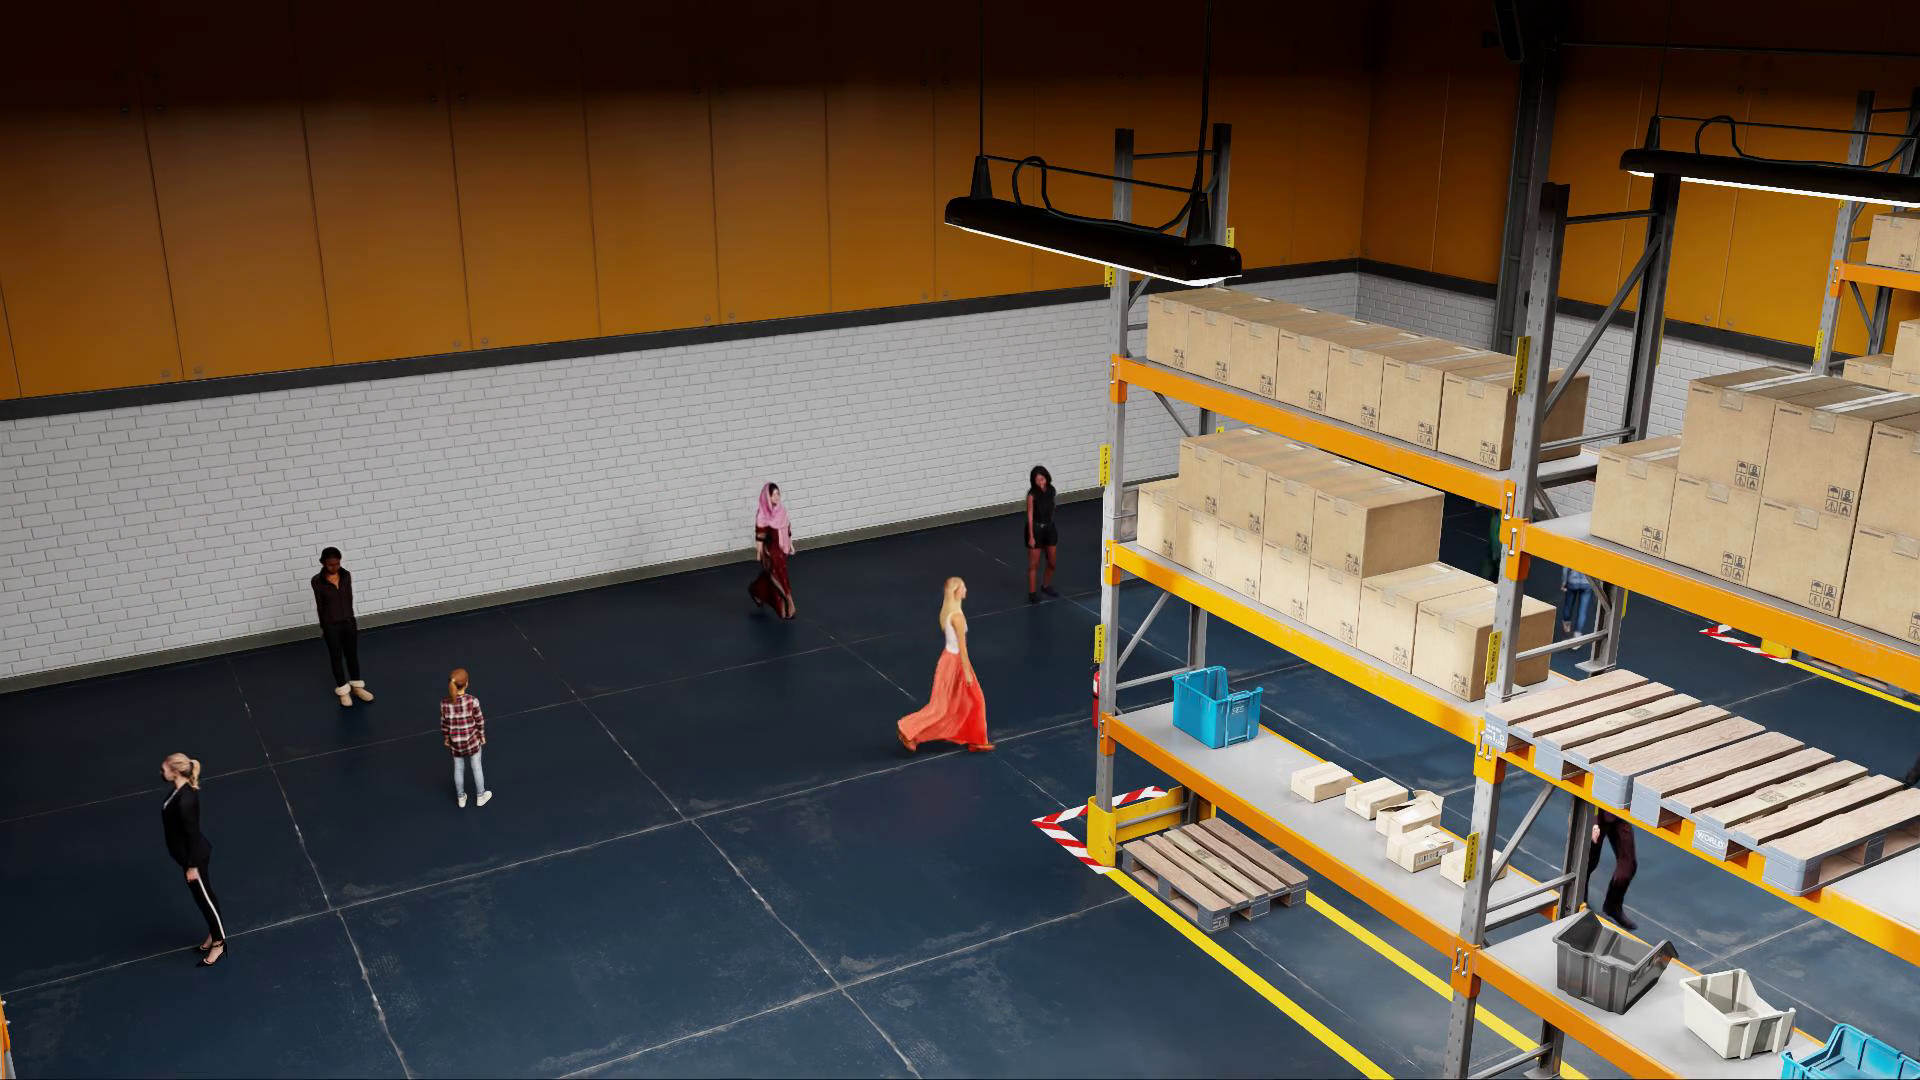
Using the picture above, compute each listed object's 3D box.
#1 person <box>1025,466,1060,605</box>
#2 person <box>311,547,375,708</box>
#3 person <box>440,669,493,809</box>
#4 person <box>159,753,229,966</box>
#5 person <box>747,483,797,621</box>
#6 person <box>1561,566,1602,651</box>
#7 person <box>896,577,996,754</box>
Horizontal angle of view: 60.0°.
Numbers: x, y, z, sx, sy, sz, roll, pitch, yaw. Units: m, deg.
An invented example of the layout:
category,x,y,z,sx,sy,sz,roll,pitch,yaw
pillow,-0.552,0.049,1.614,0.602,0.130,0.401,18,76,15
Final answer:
category,x,y,z,sx,sy,sz,roll,pitch,yaw
person,0.932,-0.060,19.548,0.619,1.703,0.668,17,25,40
person,-6.330,0.847,16.923,0.642,1.660,0.705,-16,24,-39
person,-4.406,1.755,14.779,0.612,1.307,0.641,-1,19,-3
person,-5.684,2.360,12.357,0.688,1.706,0.497,-8,20,-22
person,-2.210,0.107,19.199,1.109,1.608,0.903,12,22,32
person,6.823,0.501,18.276,0.952,1.452,0.960,7,20,21
person,-0.155,1.228,15.616,1.031,1.772,1.186,-1,19,-3
